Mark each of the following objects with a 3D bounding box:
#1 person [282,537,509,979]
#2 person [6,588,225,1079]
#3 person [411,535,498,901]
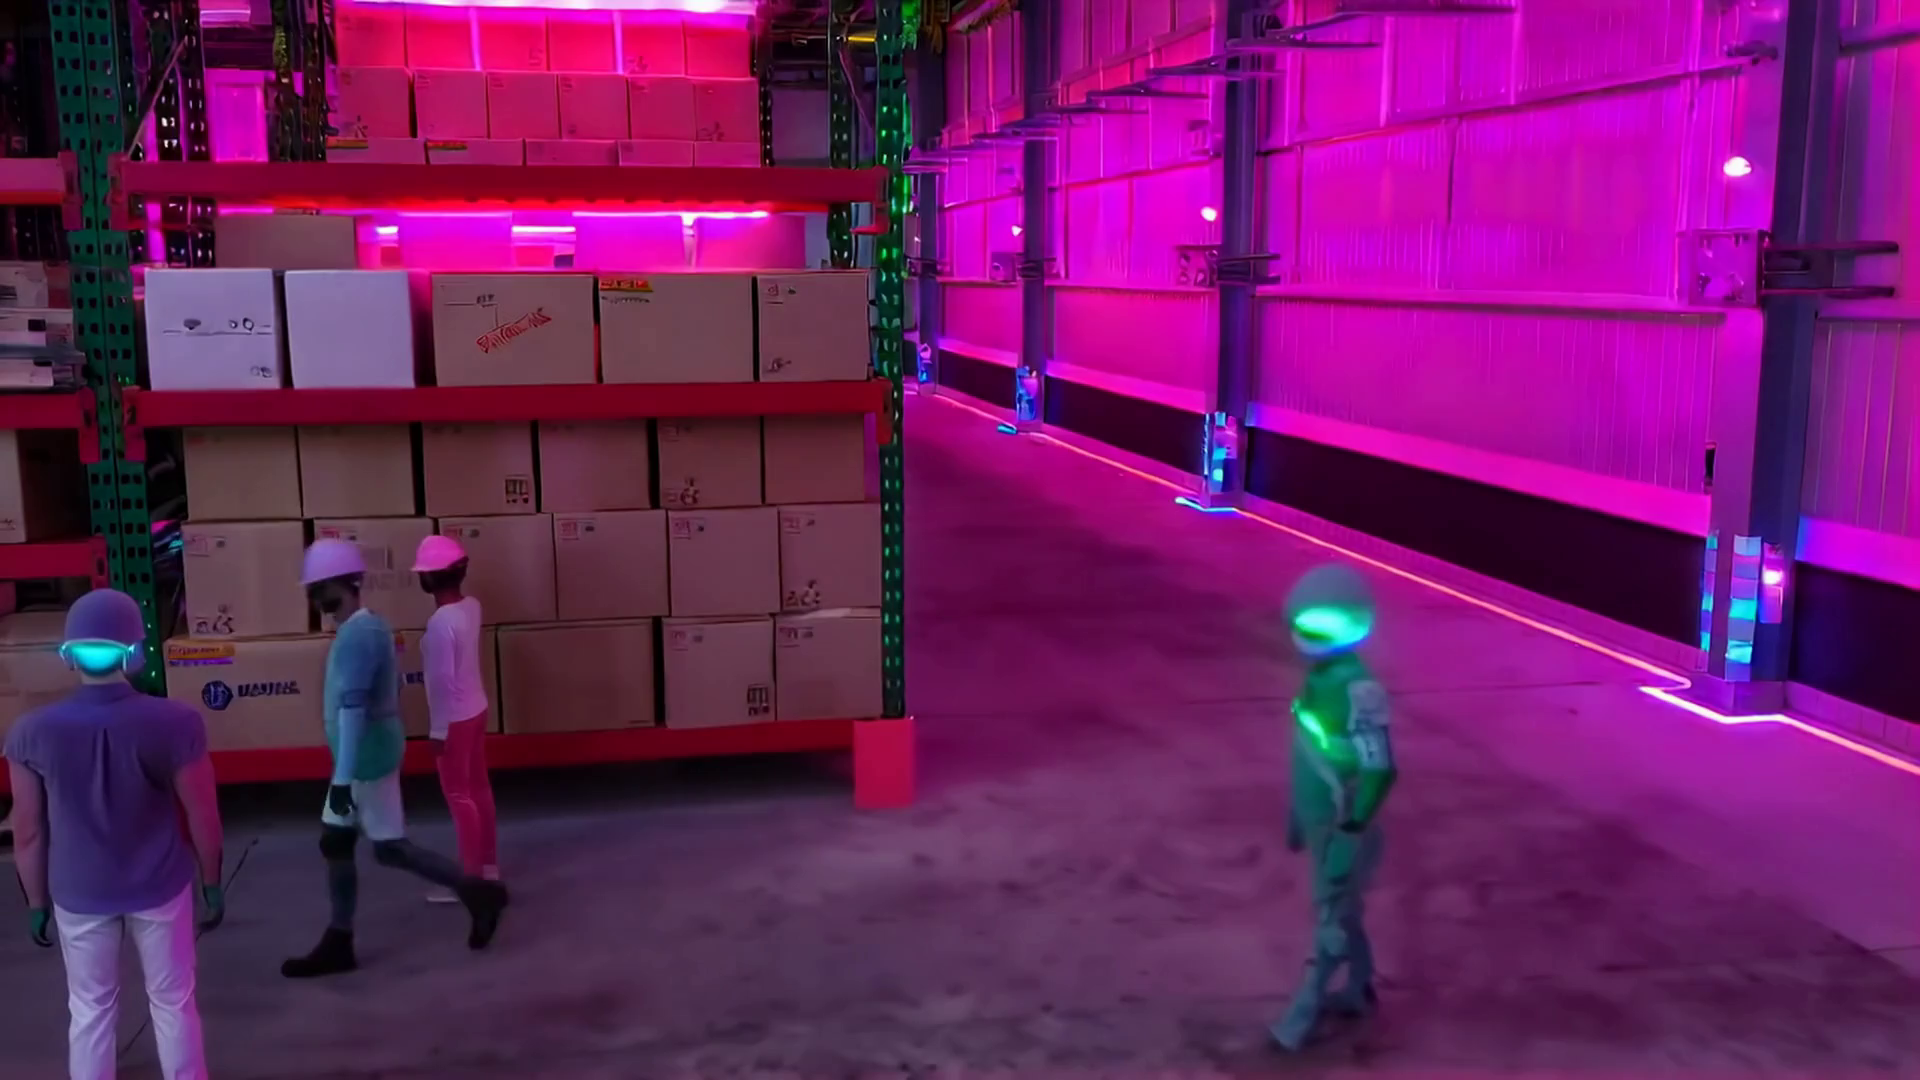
[{"bbox_3d":[-2.475,0.922,7.189,0.883,1.896,0.569,-4,10,-23],"label":"person"},{"bbox_3d":[-2.765,1.145,5.510,0.622,1.994,0.381,-3,10,-18],"label":"person"},{"bbox_3d":[-2.448,0.851,8.007,0.326,1.765,0.533,1,9,3],"label":"person"}]
